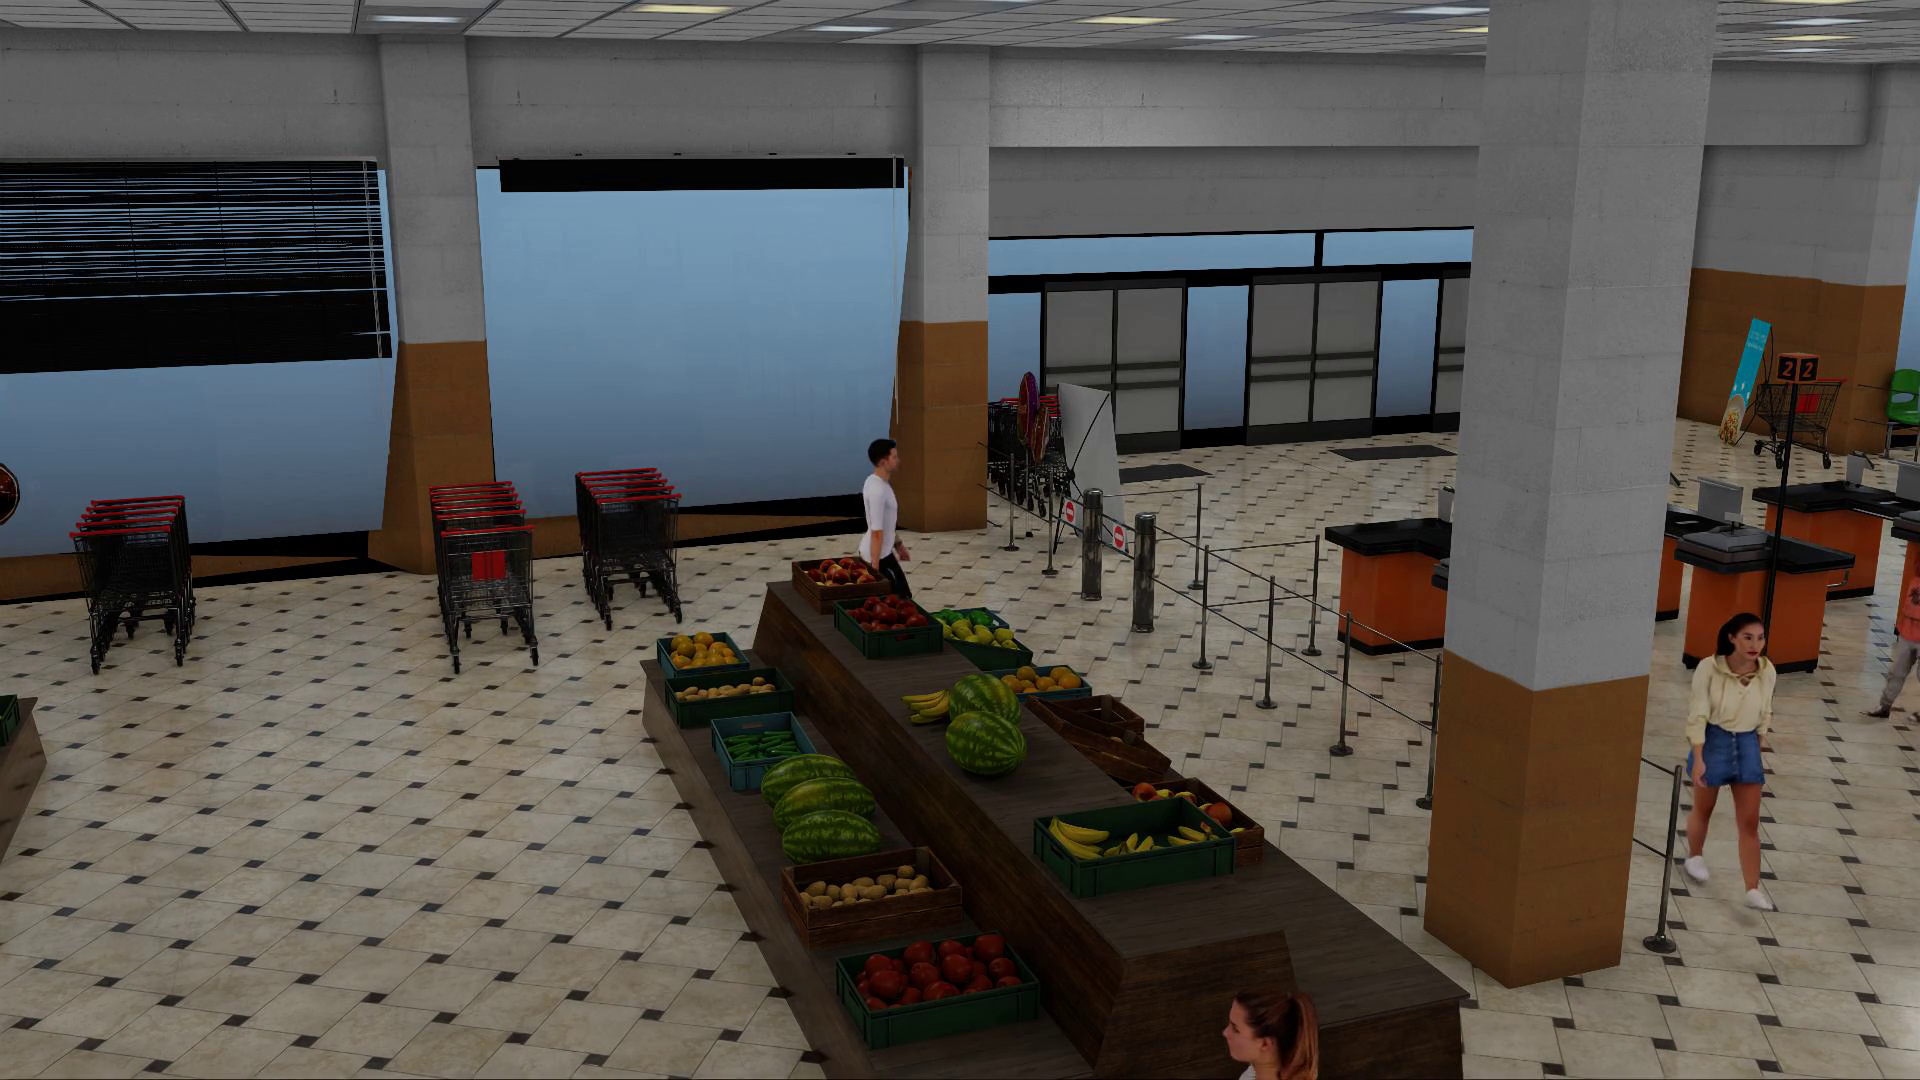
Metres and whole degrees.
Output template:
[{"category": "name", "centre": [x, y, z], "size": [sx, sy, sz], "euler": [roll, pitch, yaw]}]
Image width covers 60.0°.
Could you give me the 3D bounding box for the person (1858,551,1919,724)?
[{"category": "person", "centre": [6.869, 0.689, 11.813], "size": [0.659, 1.293, 0.755], "euler": [-2, 14, -8]}]

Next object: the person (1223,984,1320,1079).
[{"category": "person", "centre": [1.002, 2.146, 4.983], "size": [0.994, 1.679, 1.089], "euler": [2, 14, 7]}]

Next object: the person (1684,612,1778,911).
[{"category": "person", "centre": [4.188, 1.169, 9.192], "size": [0.910, 1.595, 1.119], "euler": [1, 14, 5]}]
